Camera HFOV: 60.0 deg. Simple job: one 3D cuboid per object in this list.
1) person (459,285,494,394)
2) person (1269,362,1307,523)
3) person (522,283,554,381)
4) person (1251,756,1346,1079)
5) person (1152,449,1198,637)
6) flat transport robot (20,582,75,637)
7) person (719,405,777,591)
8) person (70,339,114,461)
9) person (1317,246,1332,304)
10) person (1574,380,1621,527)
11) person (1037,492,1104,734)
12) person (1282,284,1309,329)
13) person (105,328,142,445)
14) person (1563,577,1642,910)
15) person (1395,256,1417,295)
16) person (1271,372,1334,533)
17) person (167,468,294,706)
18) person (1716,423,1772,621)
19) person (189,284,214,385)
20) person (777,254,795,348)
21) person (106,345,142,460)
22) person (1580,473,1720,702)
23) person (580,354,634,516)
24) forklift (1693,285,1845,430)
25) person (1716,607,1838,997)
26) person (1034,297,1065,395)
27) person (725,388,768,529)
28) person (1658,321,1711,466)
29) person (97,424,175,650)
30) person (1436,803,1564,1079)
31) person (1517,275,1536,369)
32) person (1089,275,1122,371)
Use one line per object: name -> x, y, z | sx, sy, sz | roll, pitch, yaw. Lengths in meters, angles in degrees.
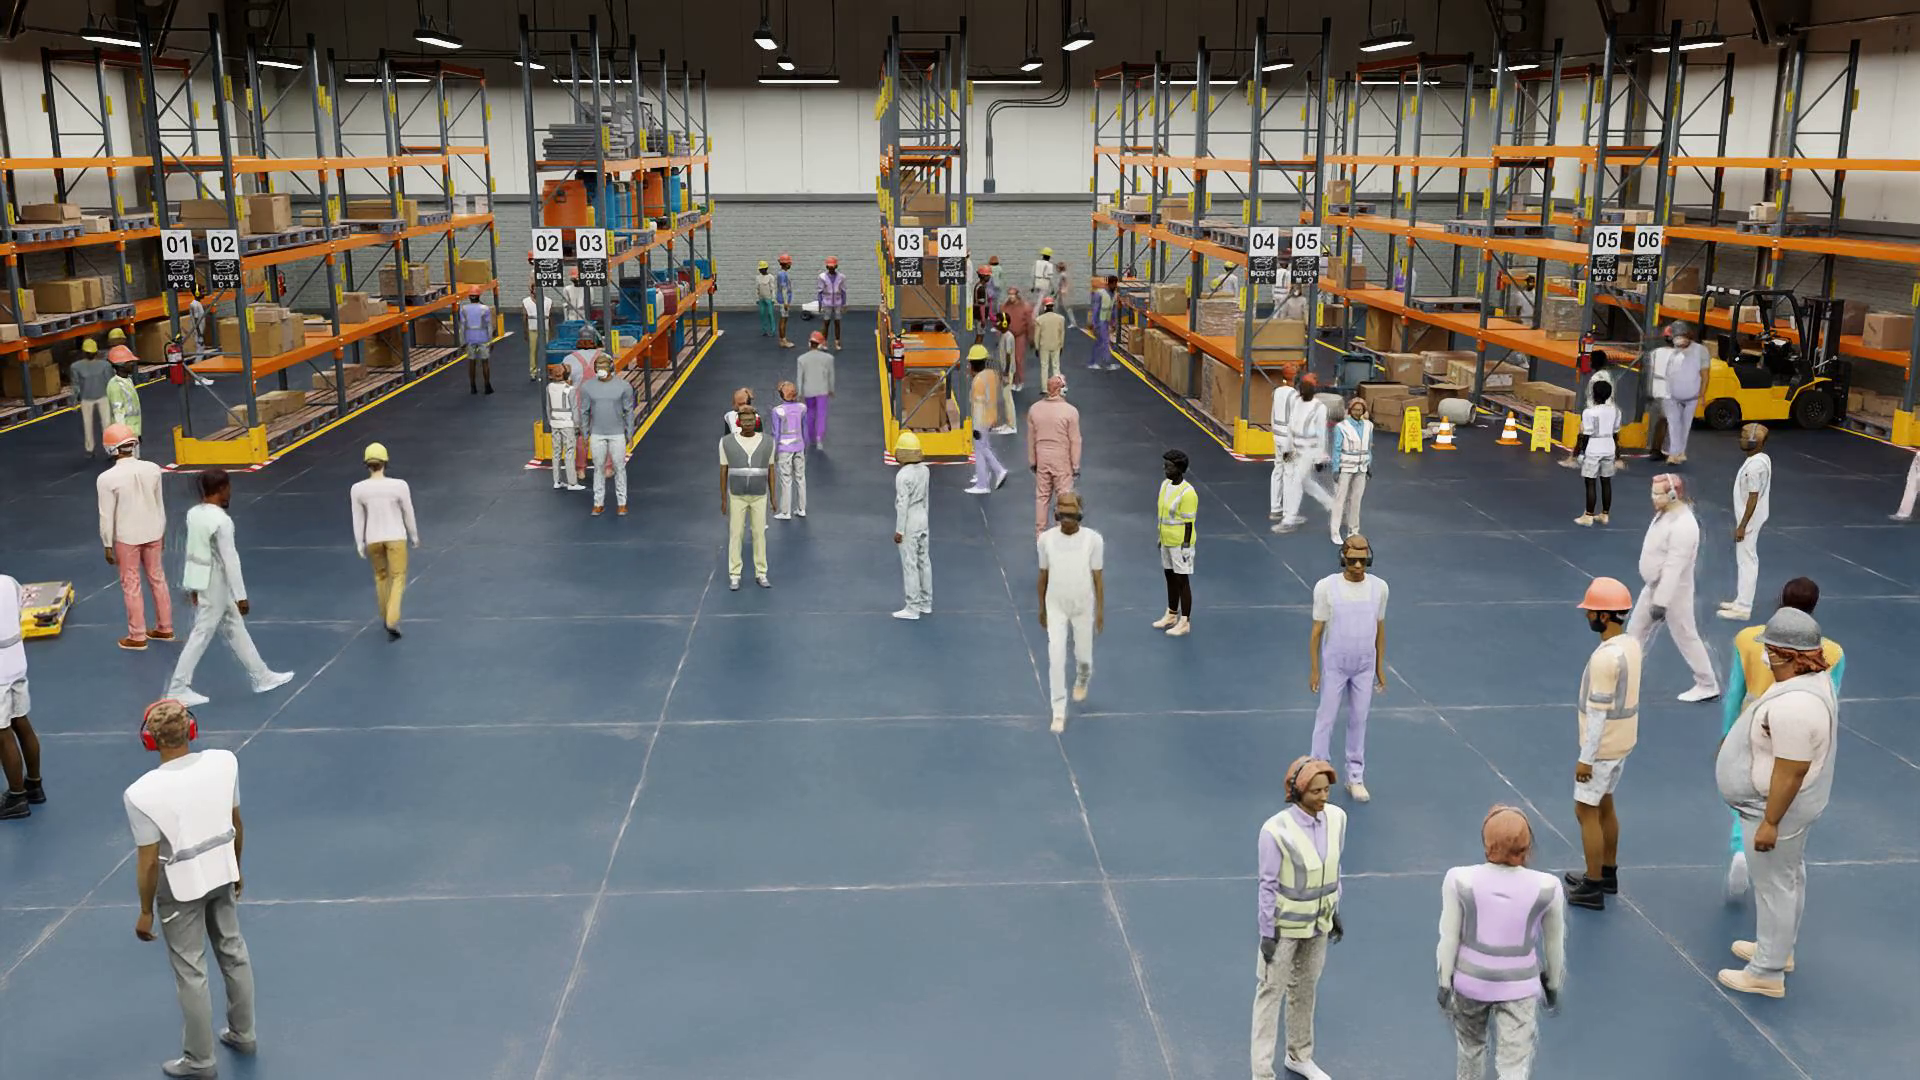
person -> -8.586, -3.560, 29.577 | 0.552, 1.932, 0.377 | -2, 13, -7
person -> 3.838, -1.134, 19.405 | 0.352, 1.884, 0.580 | -5, 14, -21
person -> -7.940, -3.931, 31.336 | 0.566, 1.846, 0.387 | -6, 15, -24
person -> 1.557, 1.768, 7.632 | 0.515, 1.641, 0.314 | -9, 16, -33
person -> 1.942, 0.017, 14.949 | 0.319, 1.694, 0.533 | -5, 14, -21
flat transport robot -> -8.640, 0.629, 15.392 | 0.652, 0.197, 1.431 | -5, 14, -22
person -> -2.099, -0.430, 16.500 | 0.564, 1.848, 0.388 | -4, 14, -16
person -> -12.070, -1.939, 23.201 | 0.569, 1.706, 0.957 | -7, 15, -27
person -> 9.432, -6.689, 43.051 | 0.600, 1.831, 0.404 | 0, 13, -1
person -> 7.378, -1.002, 19.248 | 0.537, 1.696, 0.321 | -5, 14, -22
person -> 0.846, 0.501, 12.622 | 0.525, 1.824, 0.728 | 2, 13, 9
person -> 6.846, -4.413, 33.920 | 0.519, 1.585, 0.853 | -1, 13, -5
person -> -12.322, -2.231, 24.399 | 0.509, 1.726, 0.381 | 11, 17, 39
person -> 3.692, 1.162, 9.609 | 0.390, 1.923, 0.549 | 10, 17, 36
person -> 10.370, -5.700, 38.869 | 0.429, 1.837, 0.628 | -6, 15, -24
person -> 4.005, -1.005, 18.936 | 0.844, 1.856, 0.601 | -4, 14, -18
person -> -5.851, 0.366, 13.116 | 0.998, 1.856, 0.611 | -12, 18, -40
person -> 7.292, -0.173, 15.416 | 0.344, 1.847, 0.505 | 8, 16, 31
person -> -14.044, -3.791, 30.721 | 0.332, 1.862, 0.509 | -5, 14, -21
person -> -3.827, -5.247, 36.488 | 0.379, 2.045, 0.605 | -2, 13, -9
person -> -9.813, -1.275, 19.654 | 0.362, 2.048, 0.610 | -4, 14, -15
person -> 5.547, 0.386, 13.072 | 1.038, 1.848, 0.650 | 1, 13, 5
person -> -4.186, -1.246, 19.765 | 0.635, 1.937, 0.354 | -1, 13, -3
forklift -> 12.503, -2.886, 26.166 | 2.313, 2.155, 1.214 | -1, 13, -3
person -> 4.198, 1.333, 8.619 | 0.535, 2.000, 0.687 | 9, 16, 35
person -> 1.576, -3.438, 29.498 | 0.555, 1.735, 0.381 | -3, 14, -12
person -> -2.453, -0.914, 18.996 | 0.513, 1.641, 0.309 | 7, 15, 26
person -> 9.979, -2.058, 22.986 | 0.673, 2.000, 0.905 | 4, 14, 16
person -> -7.223, -0.033, 14.539 | 0.400, 1.986, 0.606 | 8, 15, 29
person -> 2.297, 1.915, 7.090 | 0.526, 1.606, 0.807 | 3, 14, 14
person -> 11.284, -4.341, 33.049 | 0.564, 1.856, 0.420 | -5, 14, -22
person -> 2.912, -4.263, 32.730 | 0.942, 1.852, 0.668 | 10, 17, 36
